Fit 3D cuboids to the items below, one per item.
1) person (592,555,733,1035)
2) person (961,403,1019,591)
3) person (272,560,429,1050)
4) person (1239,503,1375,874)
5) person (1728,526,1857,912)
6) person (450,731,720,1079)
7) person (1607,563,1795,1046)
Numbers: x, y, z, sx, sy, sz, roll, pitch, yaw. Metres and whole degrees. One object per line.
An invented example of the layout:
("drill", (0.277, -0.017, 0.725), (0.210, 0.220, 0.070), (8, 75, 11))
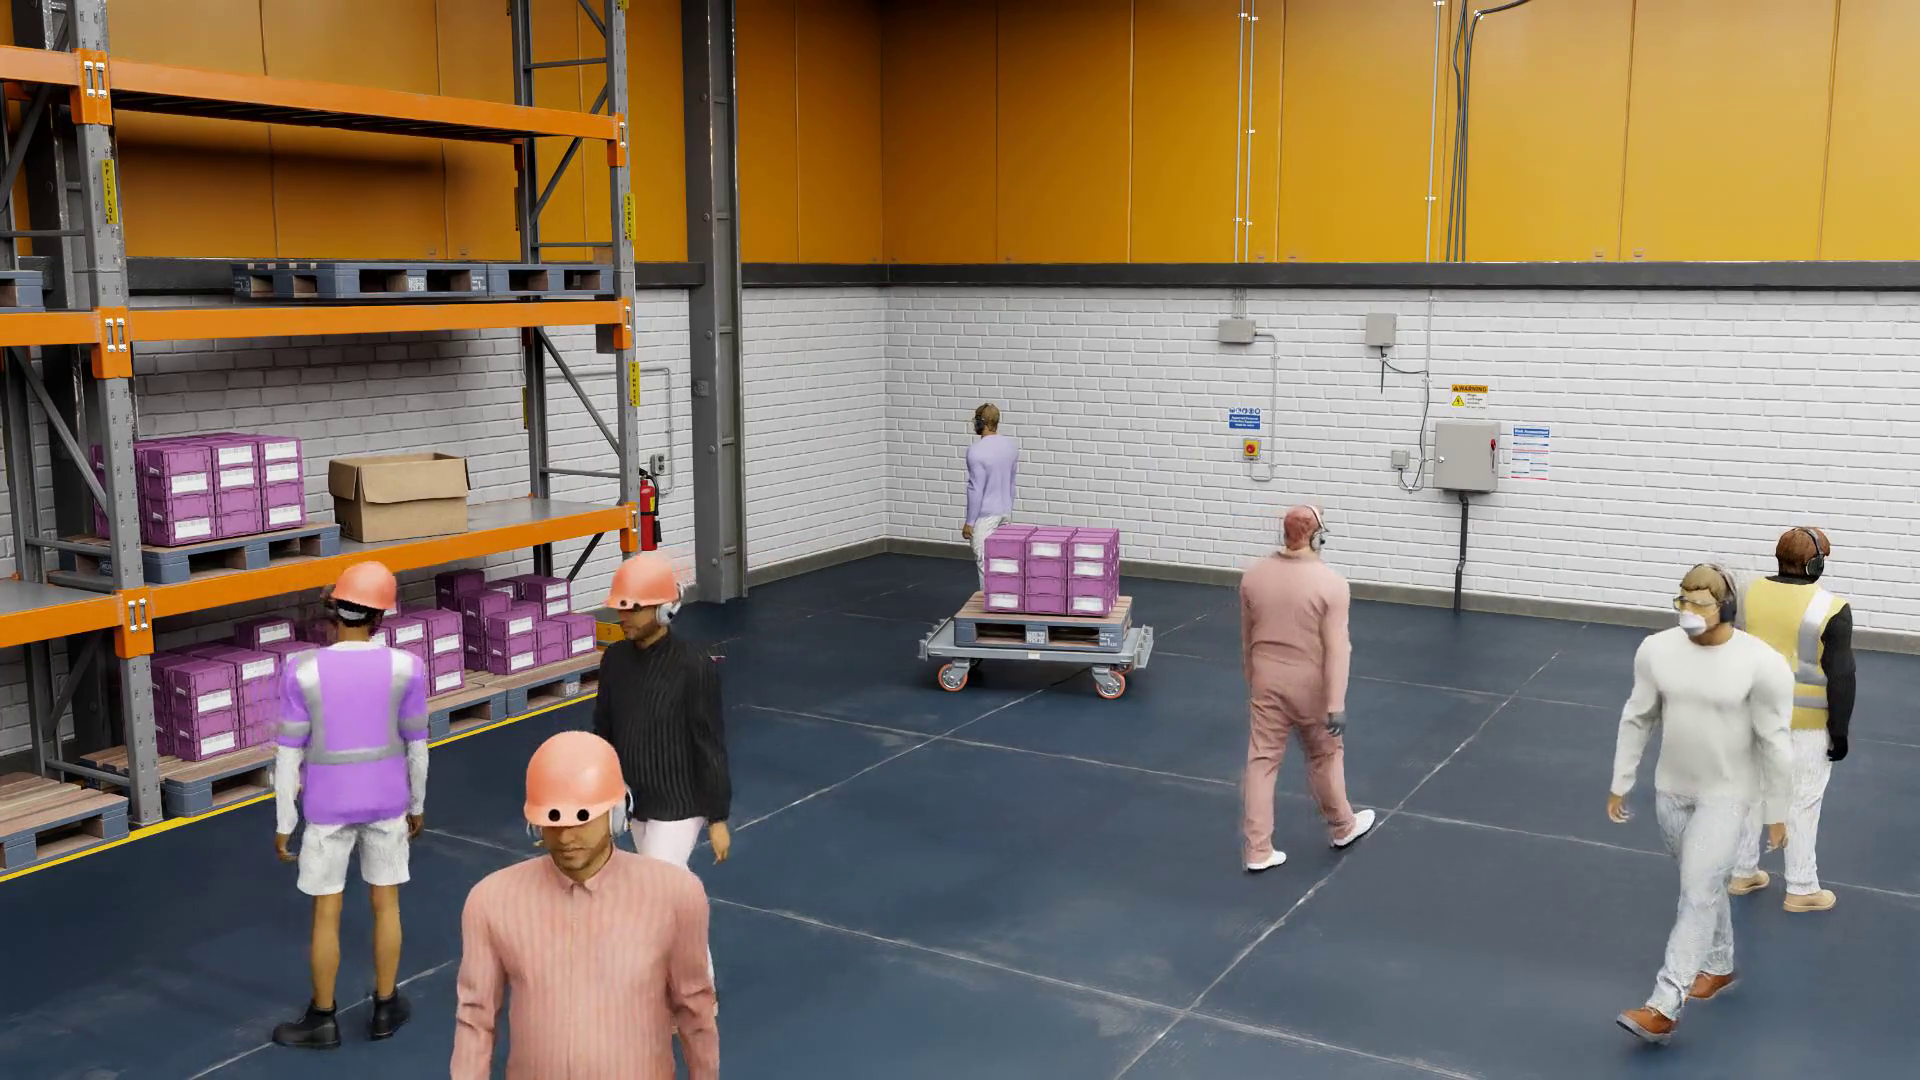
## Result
("person", (-1.267, 1.041, 6.366), (0.653, 1.955, 0.938), (8, 12, 40))
("person", (0.246, -0.195, 14.156), (0.370, 1.941, 0.627), (7, 11, 37))
("person", (-2.444, 1.051, 6.531), (0.716, 1.905, 0.393), (-4, 10, -24))
("person", (1.789, 0.737, 8.542), (0.674, 1.863, 0.932), (8, 12, 42))
("person", (3.970, 0.846, 7.959), (0.429, 1.843, 0.629), (-6, 11, -32))
("person", (-0.924, 1.419, 4.075), (0.647, 1.947, 0.934), (-1, 9, -3))
("person", (2.911, 1.031, 6.658), (0.997, 1.885, 0.659), (-6, 11, -33))
